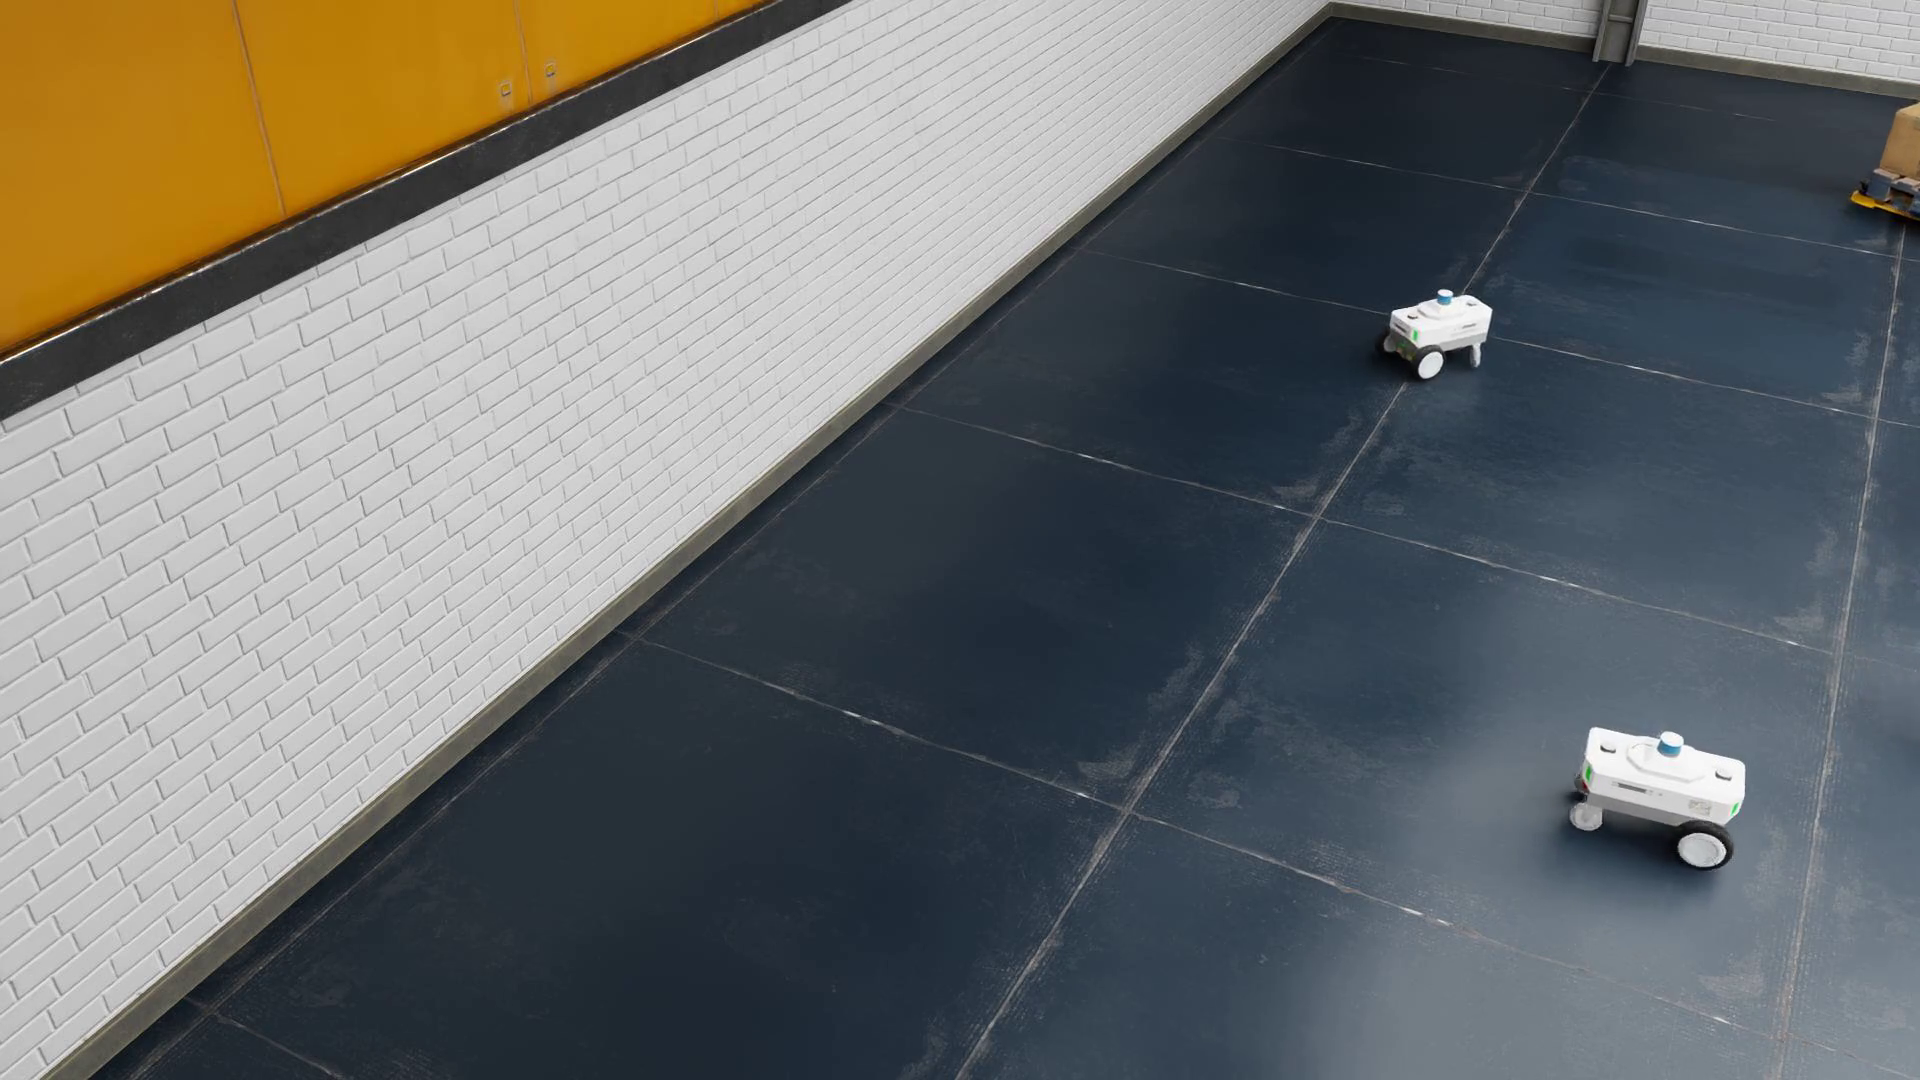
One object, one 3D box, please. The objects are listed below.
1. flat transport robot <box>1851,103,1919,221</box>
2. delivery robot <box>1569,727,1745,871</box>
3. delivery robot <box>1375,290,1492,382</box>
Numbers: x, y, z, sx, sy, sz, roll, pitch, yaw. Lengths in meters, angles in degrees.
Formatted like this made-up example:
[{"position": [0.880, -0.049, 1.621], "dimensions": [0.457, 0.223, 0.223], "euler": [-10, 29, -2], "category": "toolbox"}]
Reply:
[{"position": [8.453, -2.807, 14.154], "dimensions": [0.659, 0.231, 1.431], "euler": [-21, 39, -28], "category": "flat transport robot"}, {"position": [3.365, 1.192, 7.964], "dimensions": [0.808, 0.614, 0.499], "euler": [13, 36, 18], "category": "delivery robot"}, {"position": [3.427, -1.501, 11.949], "dimensions": [0.760, 0.588, 0.521], "euler": [-14, 36, -20], "category": "delivery robot"}]
